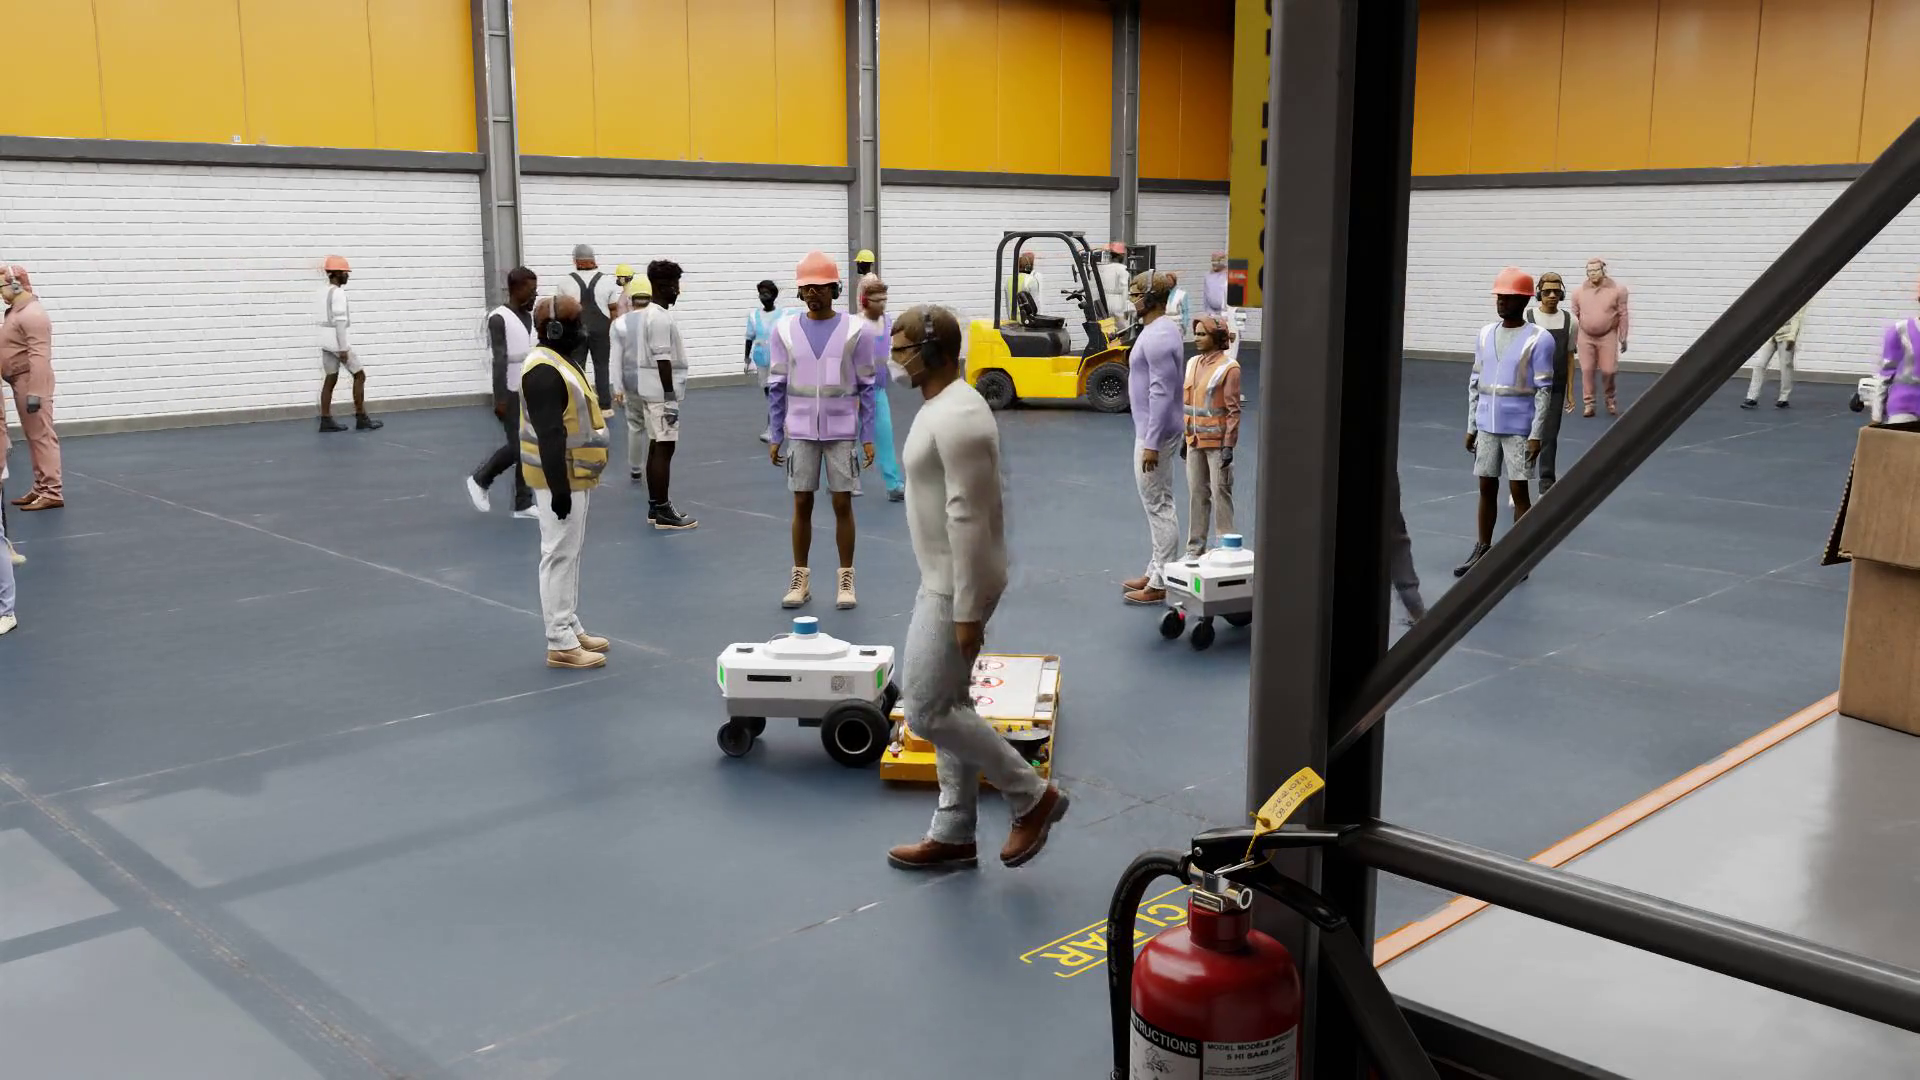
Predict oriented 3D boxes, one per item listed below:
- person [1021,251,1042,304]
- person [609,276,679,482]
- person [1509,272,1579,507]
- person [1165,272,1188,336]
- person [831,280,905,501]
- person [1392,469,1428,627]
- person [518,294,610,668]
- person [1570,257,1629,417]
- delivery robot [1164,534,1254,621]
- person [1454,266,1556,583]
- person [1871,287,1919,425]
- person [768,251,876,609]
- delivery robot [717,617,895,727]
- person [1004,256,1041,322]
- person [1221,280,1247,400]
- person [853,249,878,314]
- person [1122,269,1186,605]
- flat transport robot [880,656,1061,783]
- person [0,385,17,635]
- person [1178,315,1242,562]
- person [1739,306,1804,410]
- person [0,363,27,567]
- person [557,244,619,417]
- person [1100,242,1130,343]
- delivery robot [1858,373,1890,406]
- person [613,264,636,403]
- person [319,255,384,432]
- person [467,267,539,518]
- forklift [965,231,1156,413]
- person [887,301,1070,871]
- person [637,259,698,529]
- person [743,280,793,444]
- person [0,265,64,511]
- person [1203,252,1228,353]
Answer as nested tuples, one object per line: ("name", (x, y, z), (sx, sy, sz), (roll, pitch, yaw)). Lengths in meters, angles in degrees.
("person", (1.070, -3.612, 26.297), (0.530, 1.876, 0.586), (-5, 11, -23))
("person", (-2.657, -1.338, 14.130), (0.595, 1.809, 0.719), (-2, 11, -8))
("person", (4.573, -1.168, 13.047), (0.507, 1.847, 0.351), (1, 10, 3))
("person", (3.103, -3.147, 24.524), (0.524, 1.598, 0.875), (2, 11, 9))
("person", (-0.720, -1.184, 13.326), (0.976, 1.765, 0.574), (9, 14, 40))
("person", (1.362, 0.237, 6.008), (0.516, 1.617, 0.464), (-6, 12, -31))
("person", (-1.958, -0.294, 8.286), (0.429, 1.846, 0.627), (-1, 10, -7))
("person", (7.479, -2.368, 19.510), (0.669, 1.878, 0.516), (7, 13, 34))
("delivery robot", (1.432, 0.214, 8.778), (0.707, 0.478, 0.477), (-6, 12, -27))
("person", (3.359, -0.704, 10.254), (0.354, 1.942, 0.545), (-9, 13, -39))
("person", (6.594, -0.913, 11.528), (0.549, 1.901, 0.748), (1, 10, 5))
("person", (-0.790, -0.613, 9.479), (0.616, 2.041, 0.377), (1, 10, 4))
("delivery robot", (-0.636, 0.561, 6.881), (0.707, 0.478, 0.477), (1, 10, 5))
("person", (0.918, -3.089, 23.527), (0.429, 1.846, 0.627), (-10, 14, -42))
("person", (3.528, -2.720, 21.412), (0.356, 1.882, 0.575), (3, 11, 15))
("person", (-1.316, -3.130, 23.512), (0.362, 1.930, 0.588), (0, 10, 3))
("person", (1.126, -0.590, 9.637), (0.359, 1.938, 0.632), (1, 10, 7))
("flat transport robot", (0.081, 0.716, 7.068), (0.652, 0.197, 1.431), (1, 10, 5))
("person", (-5.312, -0.359, 8.845), (0.525, 1.772, 0.304), (2, 11, 9))
("person", (1.574, -0.601, 10.515), (0.308, 1.641, 0.517), (-6, 12, -31))
("person", (9.921, -2.463, 20.258), (0.792, 1.783, 0.594), (-7, 13, -35))
("person", (-6.325, -0.644, 10.611), (0.539, 1.698, 0.320), (0, 10, 2))
("person", (-4.363, -2.455, 19.529), (0.708, 2.000, 0.535), (-3, 11, -15))
("person", (2.530, -3.686, 26.290), (0.721, 2.020, 0.647), (-9, 14, -40))
("delivery robot", (11.163, -1.847, 20.015), (0.707, 0.478, 0.477), (-6, 12, -29))
("person", (-4.263, -2.640, 21.291), (0.310, 1.769, 0.525), (-5, 12, -26))
("person", (-6.672, -2.133, 18.121), (0.790, 1.907, 0.588), (-9, 14, -41))
("person", (-3.387, -1.097, 12.518), (0.542, 1.895, 0.626), (3, 11, 14))
("forklift", (1.222, -2.721, 20.561), (2.313, 2.155, 1.214), (2, 11, 13))
("person", (0.025, 0.176, 5.504), (0.518, 1.920, 0.653), (-1, 10, -4))
("person", (-2.161, -1.062, 12.147), (0.367, 1.964, 0.603), (-4, 11, -19))
("person", (-1.989, -1.811, 17.014), (0.554, 1.662, 0.806), (4, 11, 21))
("person", (-7.279, -1.181, 12.972), (0.404, 1.901, 0.636), (-7, 13, -35))
("person", (4.074, -3.624, 26.400), (0.631, 1.851, 0.967), (7, 12, 32))
